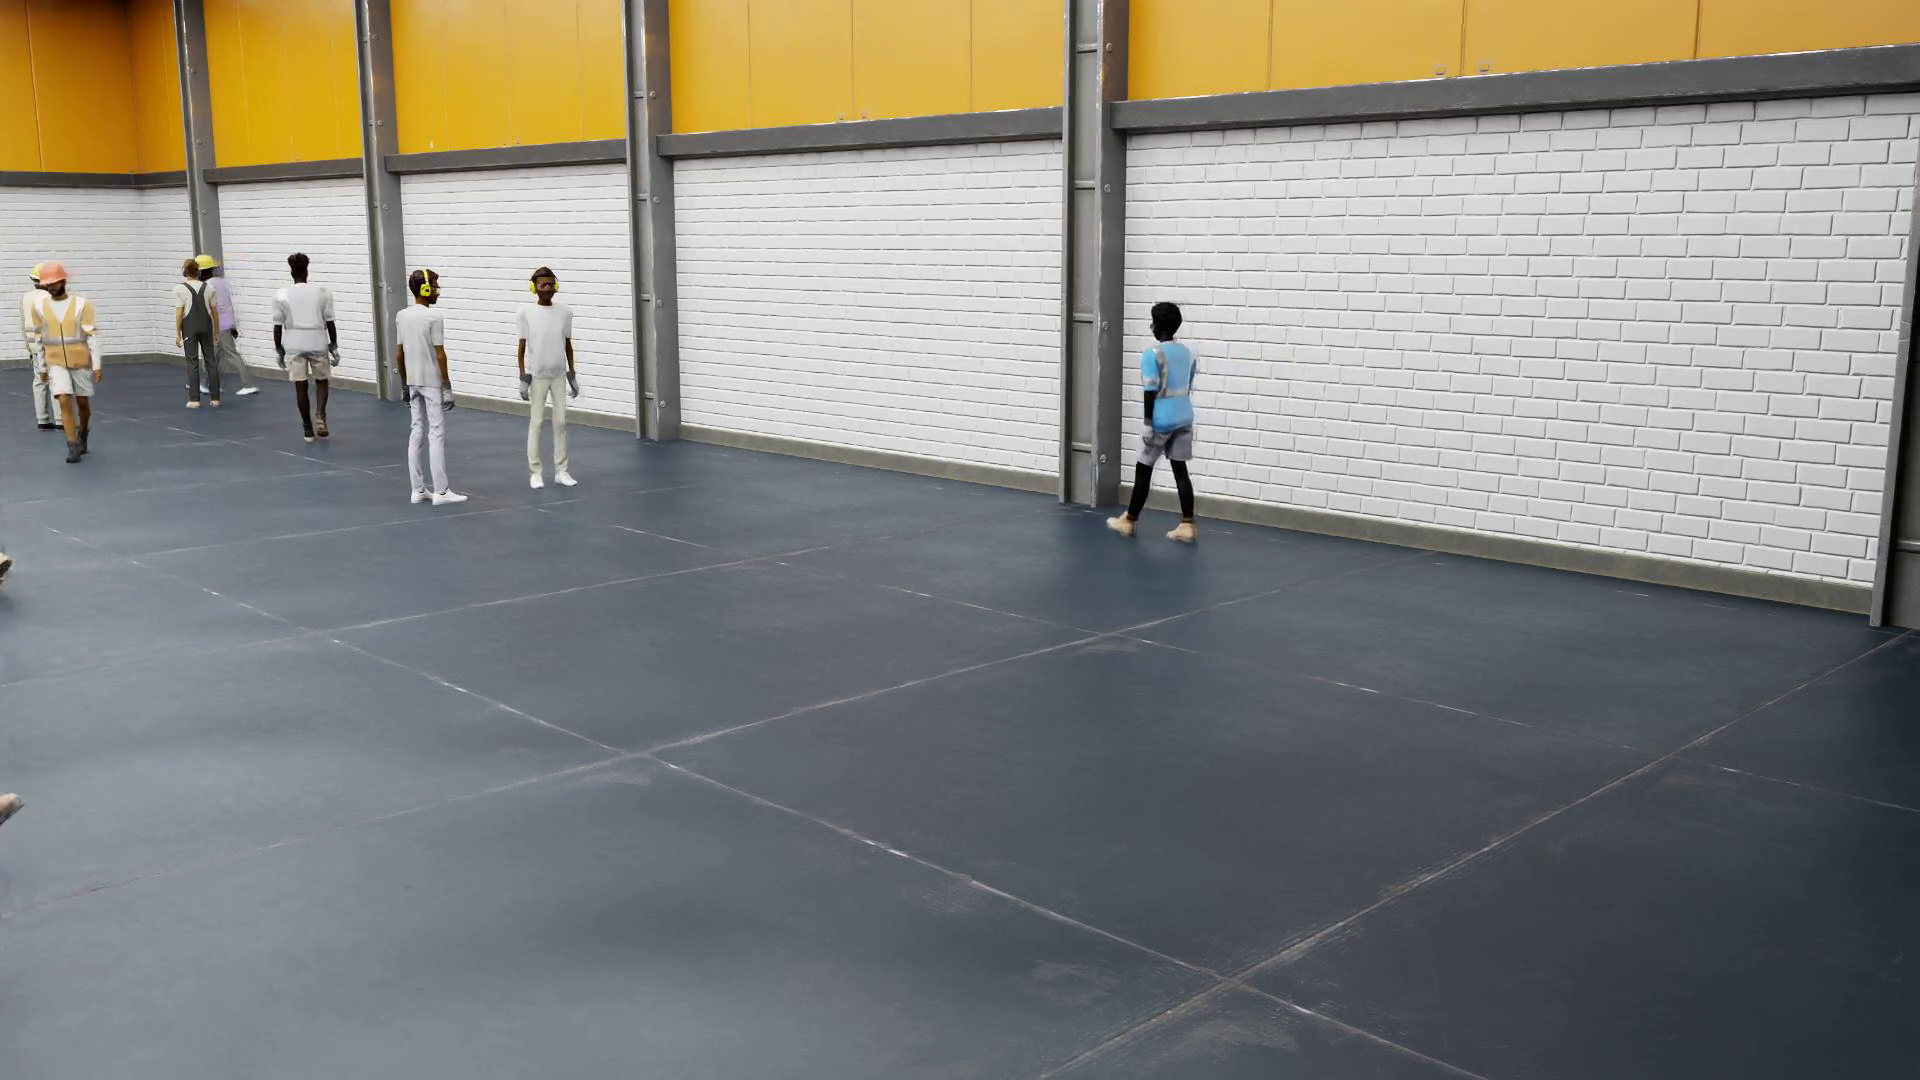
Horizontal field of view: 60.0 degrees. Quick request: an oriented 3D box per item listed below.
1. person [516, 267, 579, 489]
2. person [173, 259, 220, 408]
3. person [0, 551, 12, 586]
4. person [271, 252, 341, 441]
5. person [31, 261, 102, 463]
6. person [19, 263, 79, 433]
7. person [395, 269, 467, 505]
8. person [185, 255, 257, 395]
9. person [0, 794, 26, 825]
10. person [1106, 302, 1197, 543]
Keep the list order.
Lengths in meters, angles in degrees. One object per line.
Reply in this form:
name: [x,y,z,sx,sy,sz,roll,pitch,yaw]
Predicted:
person: [-3.494,-1.374,14.107,0.530,1.868,0.311,-7,13,-34]
person: [-9.442,-2.551,20.594,0.519,1.842,0.330,-9,14,-41]
person: [-6.105,-0.642,9.645,0.921,2.000,0.683,2,11,13]
person: [-6.789,-1.999,17.276,0.644,1.951,0.424,-4,11,-22]
person: [-8.514,-1.715,15.906,0.554,1.902,0.915,-4,11,-20]
person: [-9.875,-2.079,18.045,0.595,1.831,0.403,4,11,23]
person: [-4.242,-1.212,13.242,0.520,1.864,0.333,6,12,29]
person: [-9.882,-2.854,22.172,0.938,1.870,0.600,-1,10,-6]
person: [-3.738,0.099,5.723,1.055,1.988,0.609,1,10,6]
person: [1.390,-0.824,11.636,0.549,1.660,0.710,-9,13,-39]
